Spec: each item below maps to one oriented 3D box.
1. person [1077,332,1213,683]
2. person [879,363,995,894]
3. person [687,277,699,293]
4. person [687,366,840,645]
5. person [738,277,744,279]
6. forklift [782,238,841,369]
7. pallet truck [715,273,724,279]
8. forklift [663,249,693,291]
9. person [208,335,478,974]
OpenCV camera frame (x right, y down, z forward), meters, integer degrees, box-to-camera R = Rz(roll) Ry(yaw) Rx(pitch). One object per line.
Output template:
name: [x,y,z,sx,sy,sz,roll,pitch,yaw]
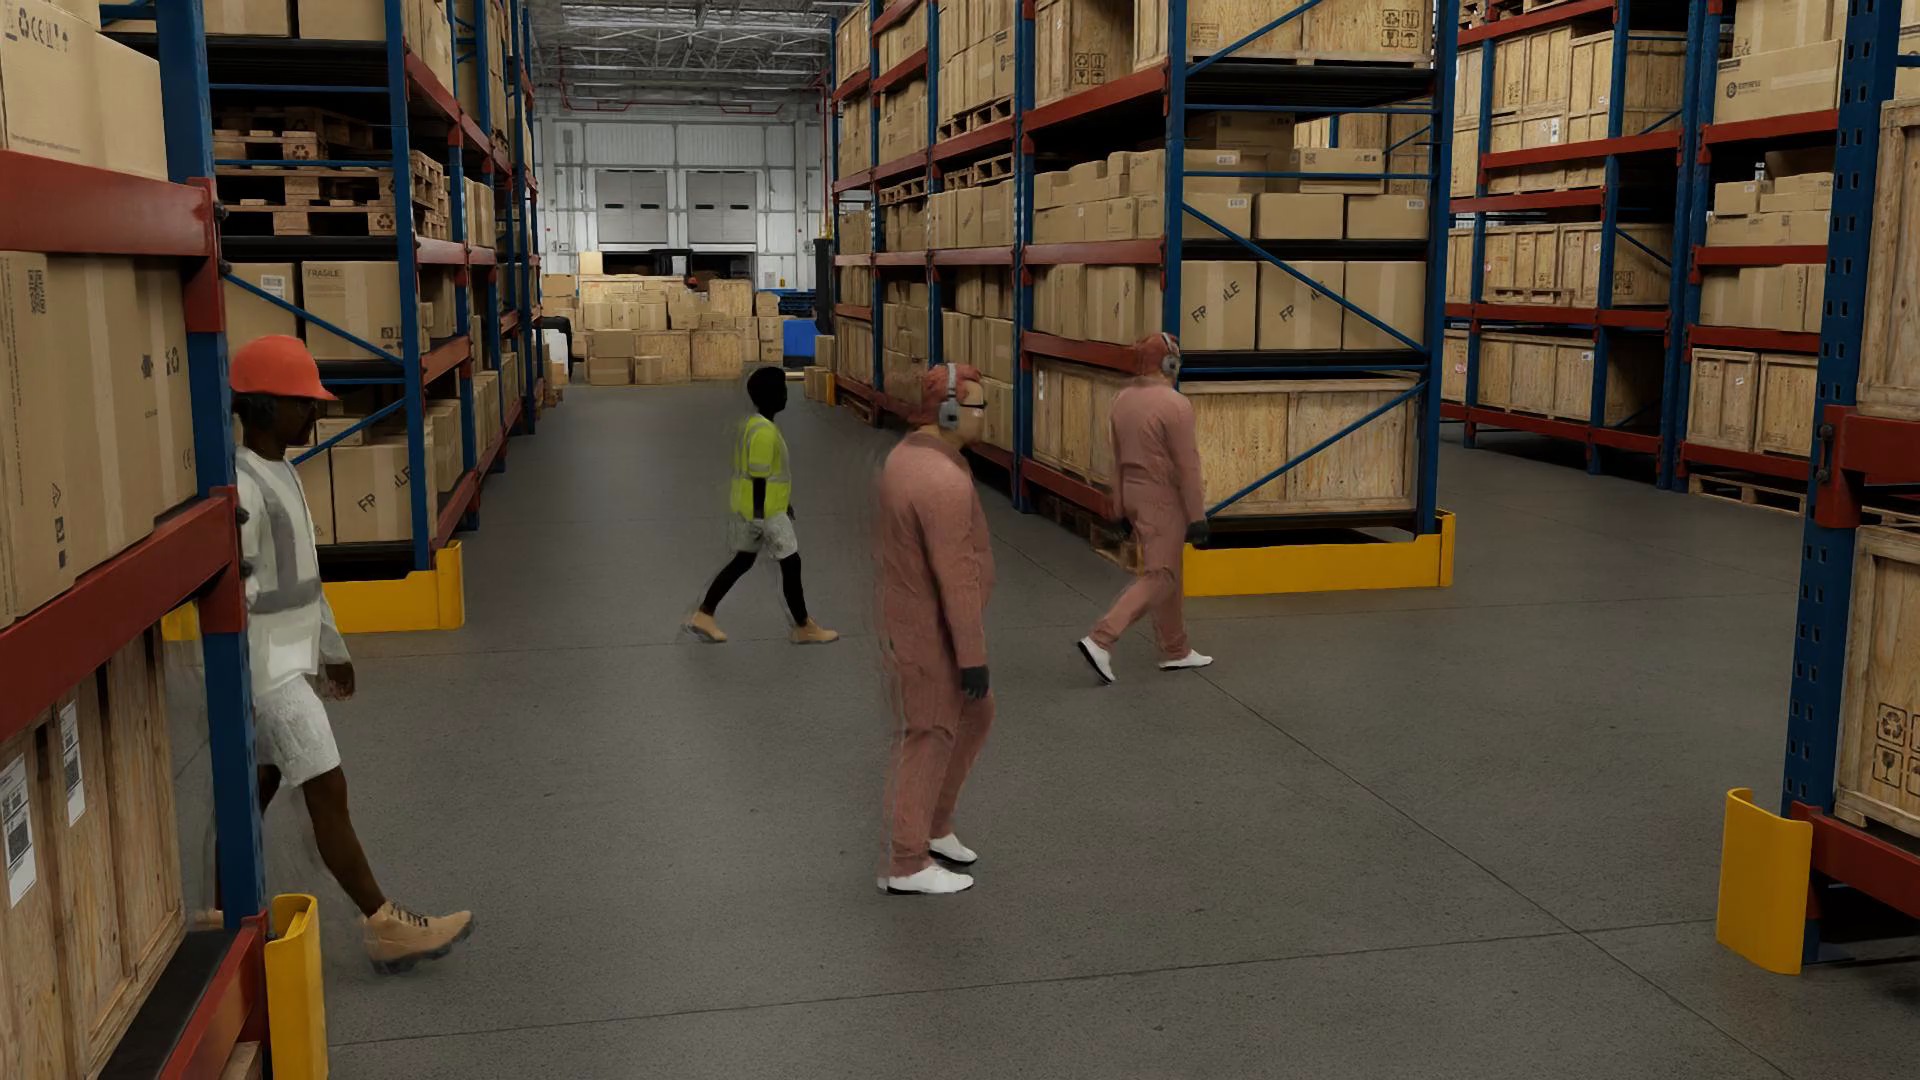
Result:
person: [1.020,-0.175,8.930,0.868,1.880,0.642,-4,10,-22]
person: [-0.042,0.323,5.863,0.524,1.886,0.688,-2,10,-12]
person: [-8.089,-6.936,50.025,0.628,1.918,0.559,-2,10,-15]
person: [-1.187,-0.188,9.703,0.871,1.658,0.542,-2,10,-13]
person: [-7.708,-8.336,58.647,1.040,1.882,0.652,-6,11,-33]
forklift: [-2.810,-5.090,35.851,1.873,2.768,1.129,4,10,21]
pallet truck: [-8.580,-8.986,62.280,1.885,1.965,0.823,1,9,5]
forklift: [-9.250,-8.206,54.841,1.129,2.768,1.873,-7,12,-38]
person: [-1.985,0.376,5.185,0.897,2.004,0.622,-2,10,-13]
